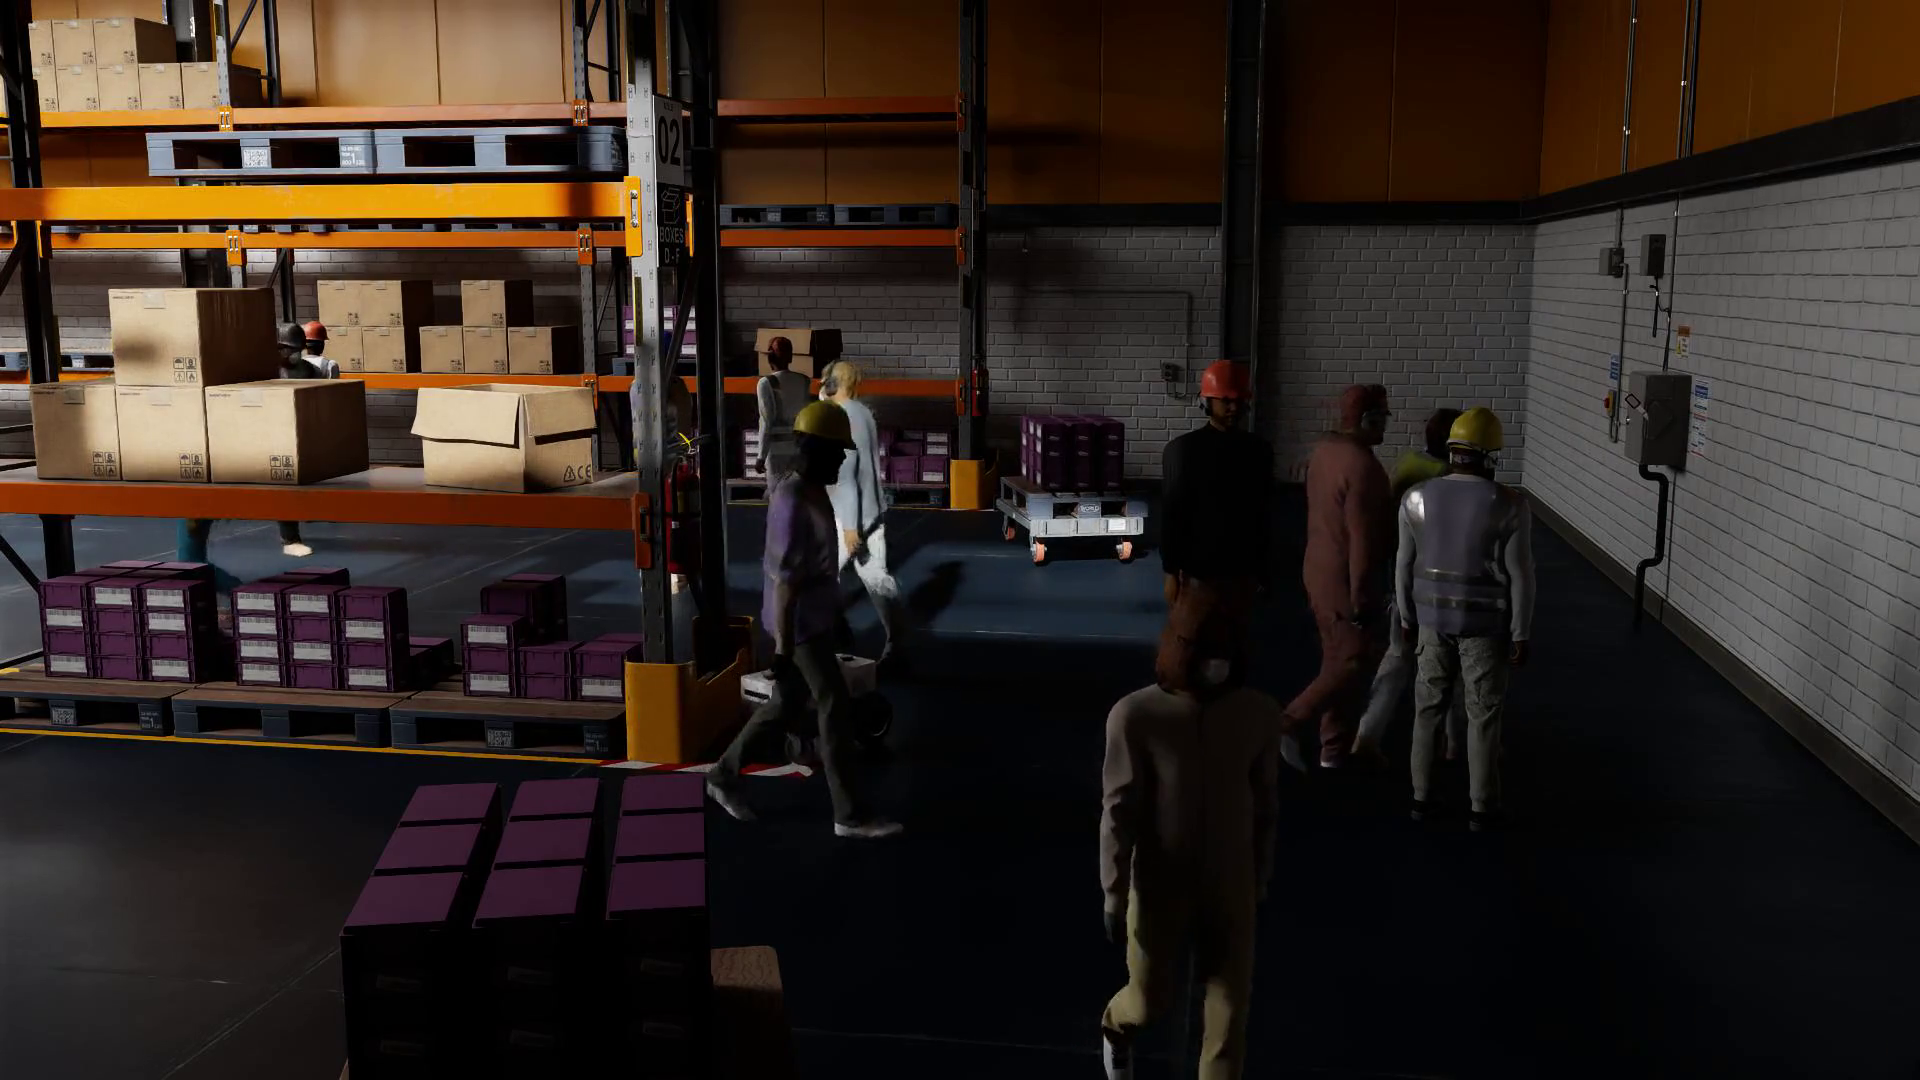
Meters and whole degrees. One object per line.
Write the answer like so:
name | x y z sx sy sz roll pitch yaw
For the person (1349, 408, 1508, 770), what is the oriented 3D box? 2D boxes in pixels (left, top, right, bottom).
person | 2.268 0.248 7.956 0.864 1.781 0.614 -4 10 -22

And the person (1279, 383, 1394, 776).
person | 1.753 0.203 7.863 0.577 1.892 0.676 -1 9 -6

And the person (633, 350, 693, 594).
person | -2.233 -0.517 12.508 0.430 1.843 0.625 2 9 14

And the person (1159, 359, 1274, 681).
person | 1.253 0.127 8.034 0.612 1.994 0.394 -4 10 -23

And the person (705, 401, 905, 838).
person | -0.723 0.339 7.124 0.863 1.881 0.584 0 9 -3

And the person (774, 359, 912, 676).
person | -0.697 -0.129 9.967 0.966 1.882 0.652 3 10 20

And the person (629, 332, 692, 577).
person | -2.338 -0.663 13.113 0.411 1.939 0.605 5 10 29

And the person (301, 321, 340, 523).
person | -6.162 -1.126 15.991 0.543 1.939 0.356 1 9 6

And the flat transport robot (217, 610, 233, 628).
flat transport robot | -4.683 0.588 10.508 1.431 0.197 0.652 1 9 9

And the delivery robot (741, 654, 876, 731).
delivery robot | -0.759 0.744 8.373 0.477 0.478 0.707 8 12 42

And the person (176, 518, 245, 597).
person | -4.886 -0.230 10.790 0.645 1.825 0.567 -1 9 -9

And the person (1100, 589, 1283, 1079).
person | 0.589 0.901 4.452 0.502 1.609 0.689 -2 9 -10

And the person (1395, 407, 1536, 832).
person | 2.194 0.340 7.216 0.600 1.830 0.404 7 12 37

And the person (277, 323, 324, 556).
person | -5.848 -0.921 14.397 0.929 2.000 0.713 9 13 44

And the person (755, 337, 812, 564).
person | -1.452 -0.731 13.702 0.337 1.882 0.584 7 12 39
